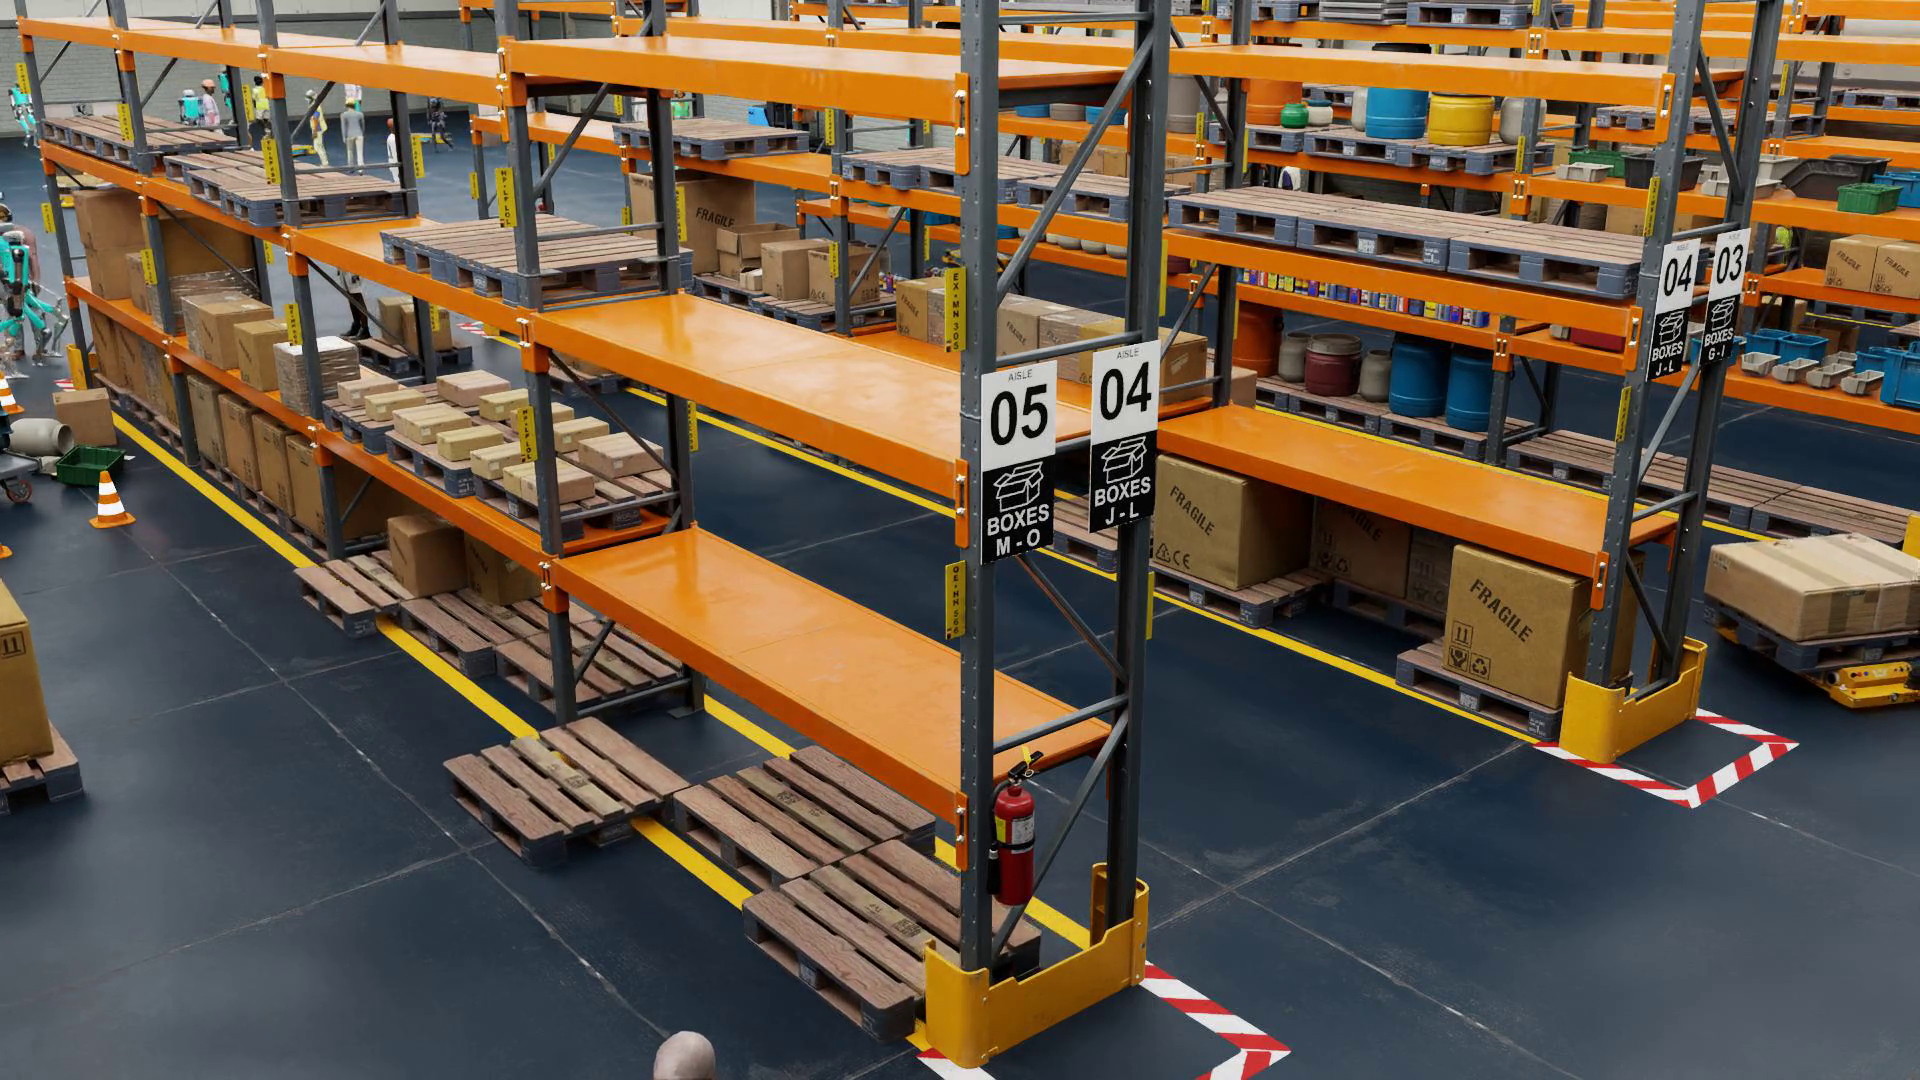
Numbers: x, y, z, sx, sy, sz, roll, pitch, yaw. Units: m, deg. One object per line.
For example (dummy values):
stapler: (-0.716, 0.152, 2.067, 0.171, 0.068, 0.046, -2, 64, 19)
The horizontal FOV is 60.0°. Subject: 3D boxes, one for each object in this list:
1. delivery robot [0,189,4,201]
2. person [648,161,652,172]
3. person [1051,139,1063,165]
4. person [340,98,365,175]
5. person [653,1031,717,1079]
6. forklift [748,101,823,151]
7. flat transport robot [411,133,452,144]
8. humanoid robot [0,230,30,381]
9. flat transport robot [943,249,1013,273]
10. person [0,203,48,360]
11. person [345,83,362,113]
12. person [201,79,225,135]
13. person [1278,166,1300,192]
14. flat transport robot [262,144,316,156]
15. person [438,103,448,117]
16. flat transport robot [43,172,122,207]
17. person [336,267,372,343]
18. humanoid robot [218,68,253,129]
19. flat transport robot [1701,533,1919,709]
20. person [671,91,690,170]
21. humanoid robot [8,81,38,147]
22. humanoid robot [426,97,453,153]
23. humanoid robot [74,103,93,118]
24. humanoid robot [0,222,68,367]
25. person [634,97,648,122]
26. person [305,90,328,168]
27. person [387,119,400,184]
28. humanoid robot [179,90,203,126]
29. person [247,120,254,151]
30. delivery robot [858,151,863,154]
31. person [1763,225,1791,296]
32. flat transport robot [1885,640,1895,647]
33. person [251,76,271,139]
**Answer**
delivery robot: (-19.921, -7.144, 33.864, 0.815, 0.614, 0.499, -15, 24, -36)
person: (-6.047, -7.556, 33.215, 0.317, 1.742, 0.477, 8, 21, 21)
person: (1.731, -6.883, 31.276, 0.408, 1.759, 0.543, 0, 19, 0)
person: (-13.852, -9.225, 38.007, 0.525, 1.710, 0.948, -9, 21, -23)
person: (-0.787, 2.279, 5.060, 0.528, 1.855, 0.407, 8, 21, 22)
forklift: (-4.526, -11.368, 42.374, 1.129, 2.768, 1.873, -15, 24, -37)
flat transport robot: (-14.393, -10.756, 44.547, 1.431, 0.231, 0.659, -2, 19, -6)
humanoid robot: (-11.142, -2.631, 19.374, 0.777, 1.882, 0.569, -10, 22, -26)
flat transport robot: (0.332, -4.468, 26.652, 0.659, 0.231, 1.431, -10, 22, -26)
person: (-11.629, -3.175, 20.478, 0.620, 1.932, 0.369, -4, 20, -10)
person: (-17.023, -12.383, 46.704, 0.491, 1.912, 0.367, 5, 20, 15)
person: (-17.638, -9.864, 39.366, 0.421, 2.023, 0.626, -8, 21, -22)
person: (5.367, -5.486, 27.175, 0.376, 1.841, 0.567, 8, 21, 23)
flat transport robot: (-16.825, -9.699, 41.541, 0.659, 0.231, 1.431, 7, 21, 20)
person: (-16.270, -14.092, 51.623, 0.495, 1.876, 0.402, 18, 26, 41)
flat transport robot: (-17.631, -6.892, 33.552, 0.659, 0.231, 1.431, -2, 19, -6)
person: (-7.886, -3.529, 21.425, 0.362, 1.961, 0.611, -14, 24, -35)
humanoid robot: (-20.970, -12.774, 48.175, 0.544, 1.786, 1.056, 15, 24, 36)
flat transport robot: (6.039, 0.790, 11.687, 0.659, 0.231, 1.431, -5, 20, -13)
person: (-6.402, -9.425, 38.185, 0.489, 1.977, 0.386, -16, 25, -38)
humanoid robot: (-24.012, -10.896, 42.784, 0.543, 1.740, 1.043, -17, 26, -40)
humanoid robot: (-13.230, -10.670, 42.207, 0.590, 1.629, 0.652, 9, 21, 23)
humanoid robot: (-19.645, -9.038, 37.541, 0.608, 1.646, 0.365, 2, 19, 5)
humanoid robot: (-11.220, -2.979, 20.192, 0.838, 1.755, 0.553, -1, 19, -2)
person: (-7.689, -10.254, 40.698, 0.576, 1.876, 0.636, -4, 20, -10)
person: (-14.893, -9.477, 38.522, 0.417, 1.855, 0.701, -8, 21, -21)
person: (-10.584, -6.988, 31.391, 0.356, 1.884, 0.573, -6, 20, -17)
humanoid robot: (-18.484, -9.904, 39.896, 0.815, 1.749, 0.539, 18, 26, 41)
person: (-18.171, -10.733, 42.100, 0.392, 1.848, 0.778, -1, 19, -2)
delivery robot: (-2.262, -8.564, 37.849, 0.757, 0.576, 0.499, 18, 26, 41)
person: (10.635, -3.604, 22.082, 0.539, 1.663, 0.815, -16, 25, -37)
flat transport robot: (6.459, 0.538, 12.405, 0.659, 0.231, 1.431, 5, 20, 15)
person: (-18.898, -11.720, 45.139, 0.477, 1.683, 0.553, 12, 22, 30)
